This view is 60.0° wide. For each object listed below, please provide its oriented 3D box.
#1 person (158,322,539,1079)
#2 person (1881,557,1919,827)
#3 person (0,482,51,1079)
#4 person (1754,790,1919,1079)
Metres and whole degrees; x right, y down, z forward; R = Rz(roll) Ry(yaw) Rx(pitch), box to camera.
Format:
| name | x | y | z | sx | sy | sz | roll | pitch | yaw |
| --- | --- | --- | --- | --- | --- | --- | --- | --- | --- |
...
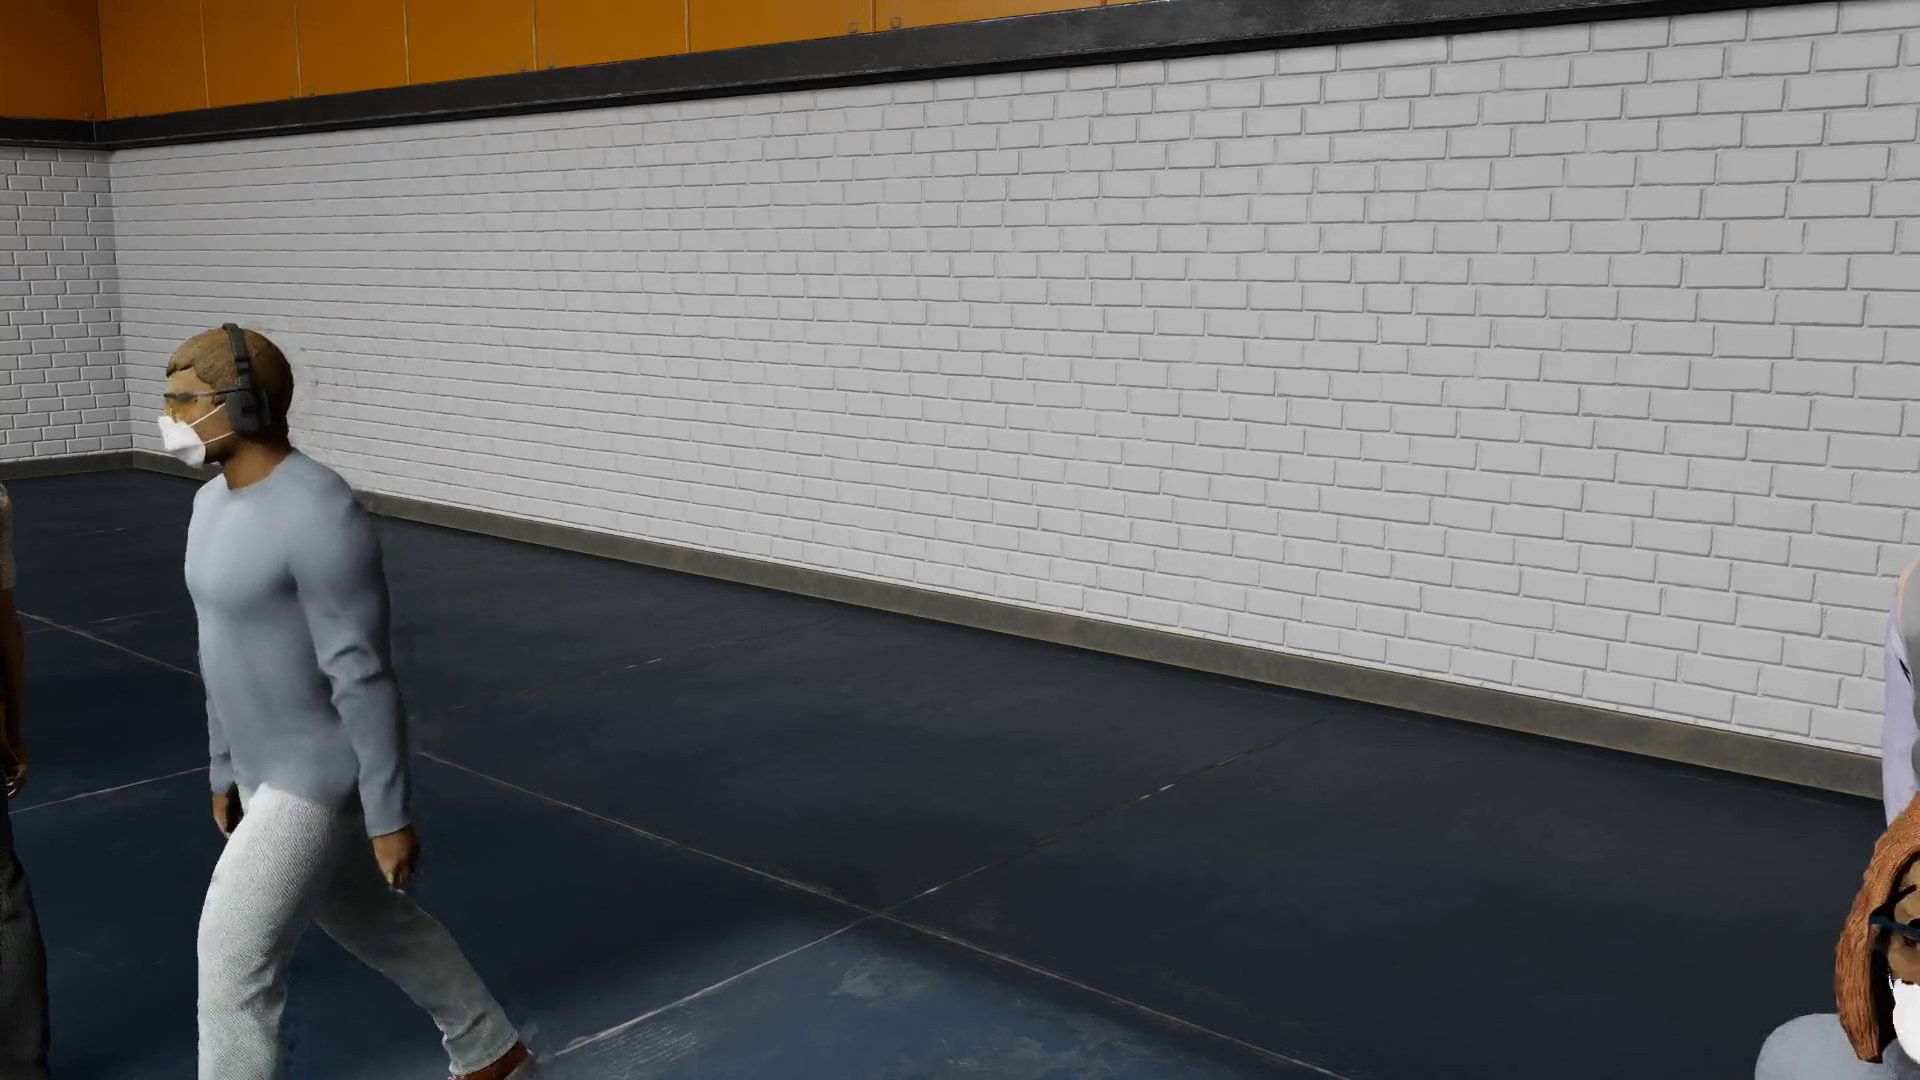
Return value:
| name | x | y | z | sx | sy | sz | roll | pitch | yaw |
| --- | --- | --- | --- | --- | --- | --- | --- | --- | --- |
| person | -1.346 | 0.488 | 3.478 | 1.043 | 1.888 | 0.632 | -9 | 13 | -41 |
| person | 1.776 | 0.646 | 2.671 | 0.429 | 1.842 | 0.634 | -2 | 10 | -13 |
| person | -2.314 | 0.467 | 3.676 | 0.339 | 1.845 | 0.507 | 5 | 11 | 29 |
| person | 0.948 | 0.966 | 1.477 | 0.492 | 1.620 | 0.507 | -5 | 11 | -26 |
